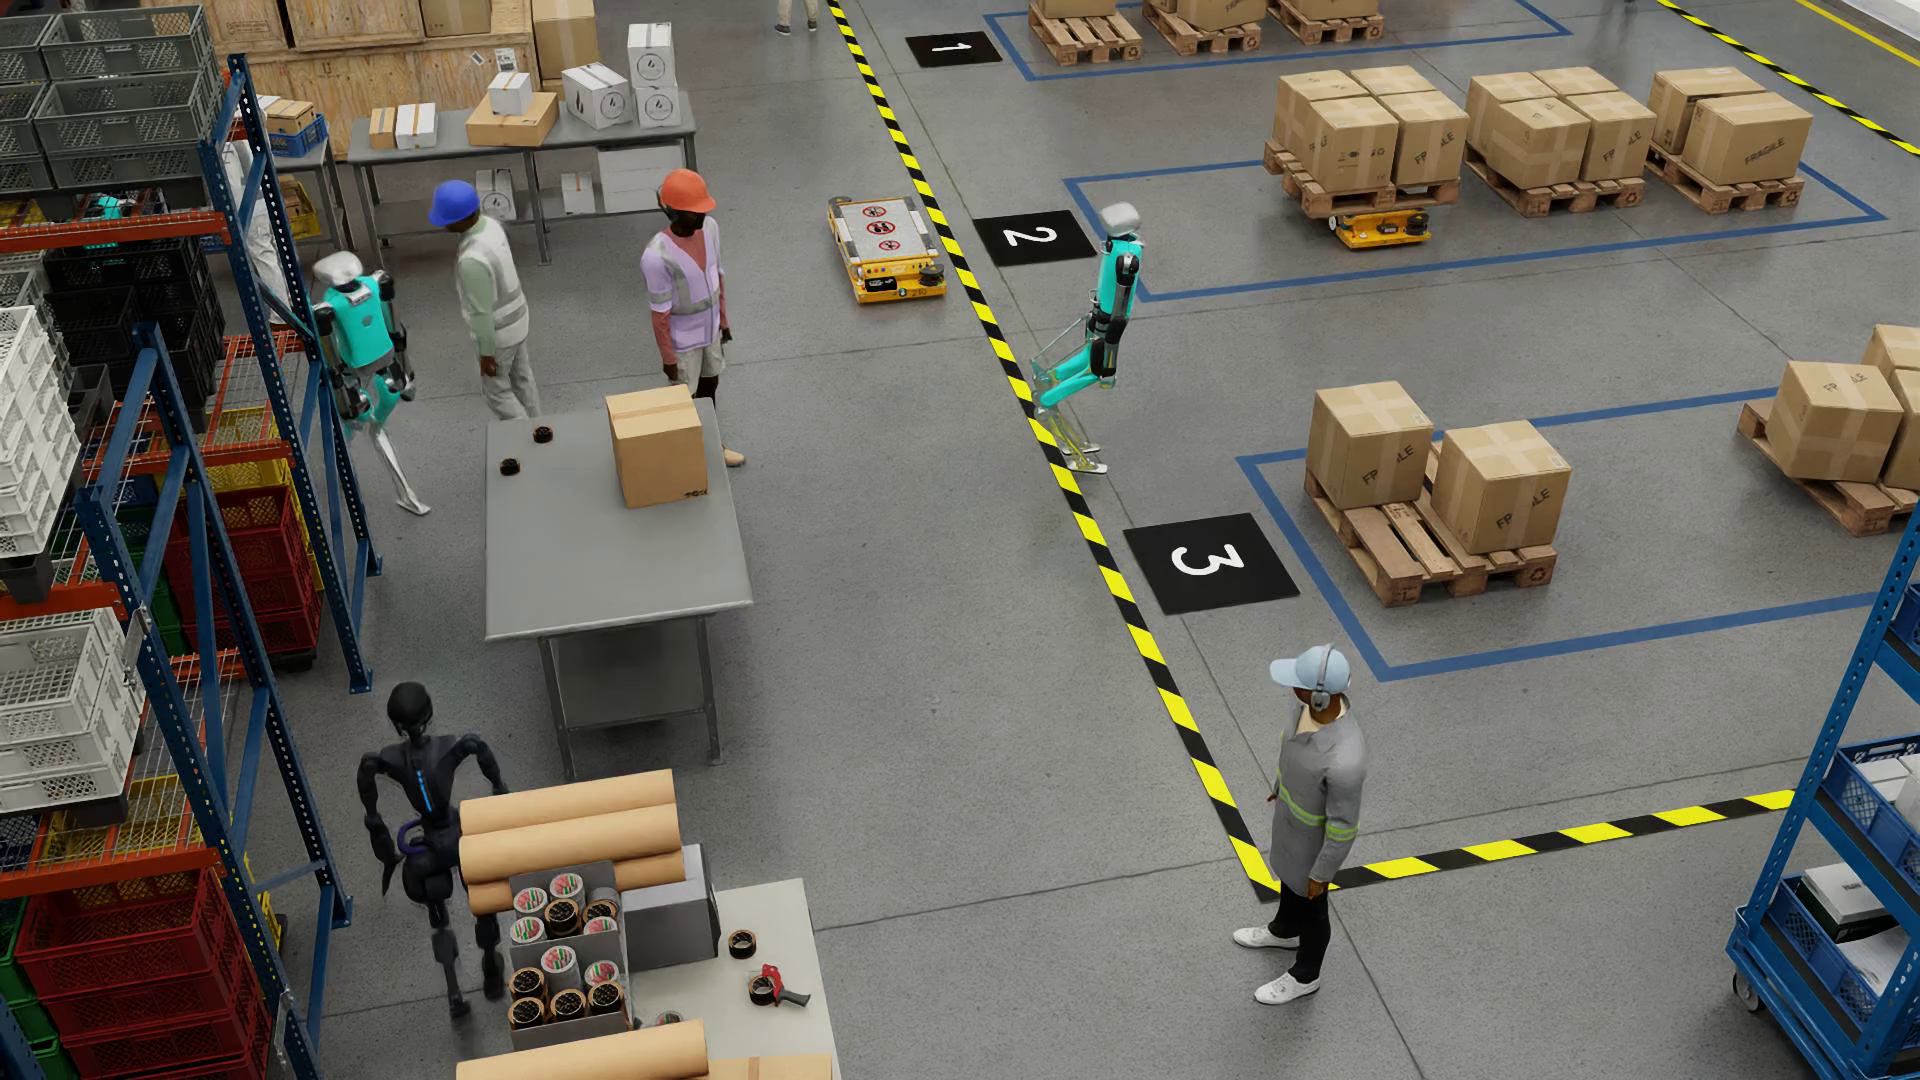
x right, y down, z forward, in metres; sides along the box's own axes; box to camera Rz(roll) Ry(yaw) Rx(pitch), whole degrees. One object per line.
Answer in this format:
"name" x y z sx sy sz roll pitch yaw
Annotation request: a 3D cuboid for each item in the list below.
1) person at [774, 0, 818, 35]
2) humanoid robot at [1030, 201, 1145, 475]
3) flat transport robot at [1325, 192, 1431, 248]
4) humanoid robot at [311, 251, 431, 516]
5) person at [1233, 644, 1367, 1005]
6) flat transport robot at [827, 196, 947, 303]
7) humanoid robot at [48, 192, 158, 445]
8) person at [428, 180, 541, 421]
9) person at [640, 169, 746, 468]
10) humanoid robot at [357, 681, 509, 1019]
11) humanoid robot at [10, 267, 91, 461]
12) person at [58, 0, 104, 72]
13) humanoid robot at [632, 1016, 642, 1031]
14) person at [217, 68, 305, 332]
"person" -1.621 -5.780 16.064 0.564 1.769 0.395 -14 39 -18
"humanoid robot" 0.677 -1.169 9.779 0.735 1.681 0.533 -1 37 -1
"flat transport robot" 3.135 -2.738 13.210 0.652 0.197 1.431 -8 37 -10
"humanoid robot" -3.557 -0.918 9.605 0.903 1.811 0.578 25 43 29
"person" 1.364 1.144 6.691 0.388 1.849 0.597 -4 37 -6
"flat transport robot" -0.570 -2.220 12.538 0.659 0.231 1.431 -8 37 -10
"humanoid robot" -5.082 -1.314 10.005 0.534 1.692 0.738 -5 37 -6
"person" -2.774 -1.271 9.887 0.441 1.927 0.691 0 37 0
"person" -1.537 -1.207 9.700 0.401 2.036 0.600 20 41 24
"humanoid robot" -2.031 1.286 6.649 0.608 1.629 0.489 -10 38 -13
"humanoid robot" -5.467 -1.009 9.727 0.379 1.651 0.584 11 38 14
"person" -8.115 -5.043 15.020 0.403 1.834 0.588 -15 39 -19
"humanoid robot" -1.173 1.932 5.774 0.595 1.639 0.486 9 38 11
"person" -4.784 -2.275 11.260 0.356 1.882 0.574 5 37 7
